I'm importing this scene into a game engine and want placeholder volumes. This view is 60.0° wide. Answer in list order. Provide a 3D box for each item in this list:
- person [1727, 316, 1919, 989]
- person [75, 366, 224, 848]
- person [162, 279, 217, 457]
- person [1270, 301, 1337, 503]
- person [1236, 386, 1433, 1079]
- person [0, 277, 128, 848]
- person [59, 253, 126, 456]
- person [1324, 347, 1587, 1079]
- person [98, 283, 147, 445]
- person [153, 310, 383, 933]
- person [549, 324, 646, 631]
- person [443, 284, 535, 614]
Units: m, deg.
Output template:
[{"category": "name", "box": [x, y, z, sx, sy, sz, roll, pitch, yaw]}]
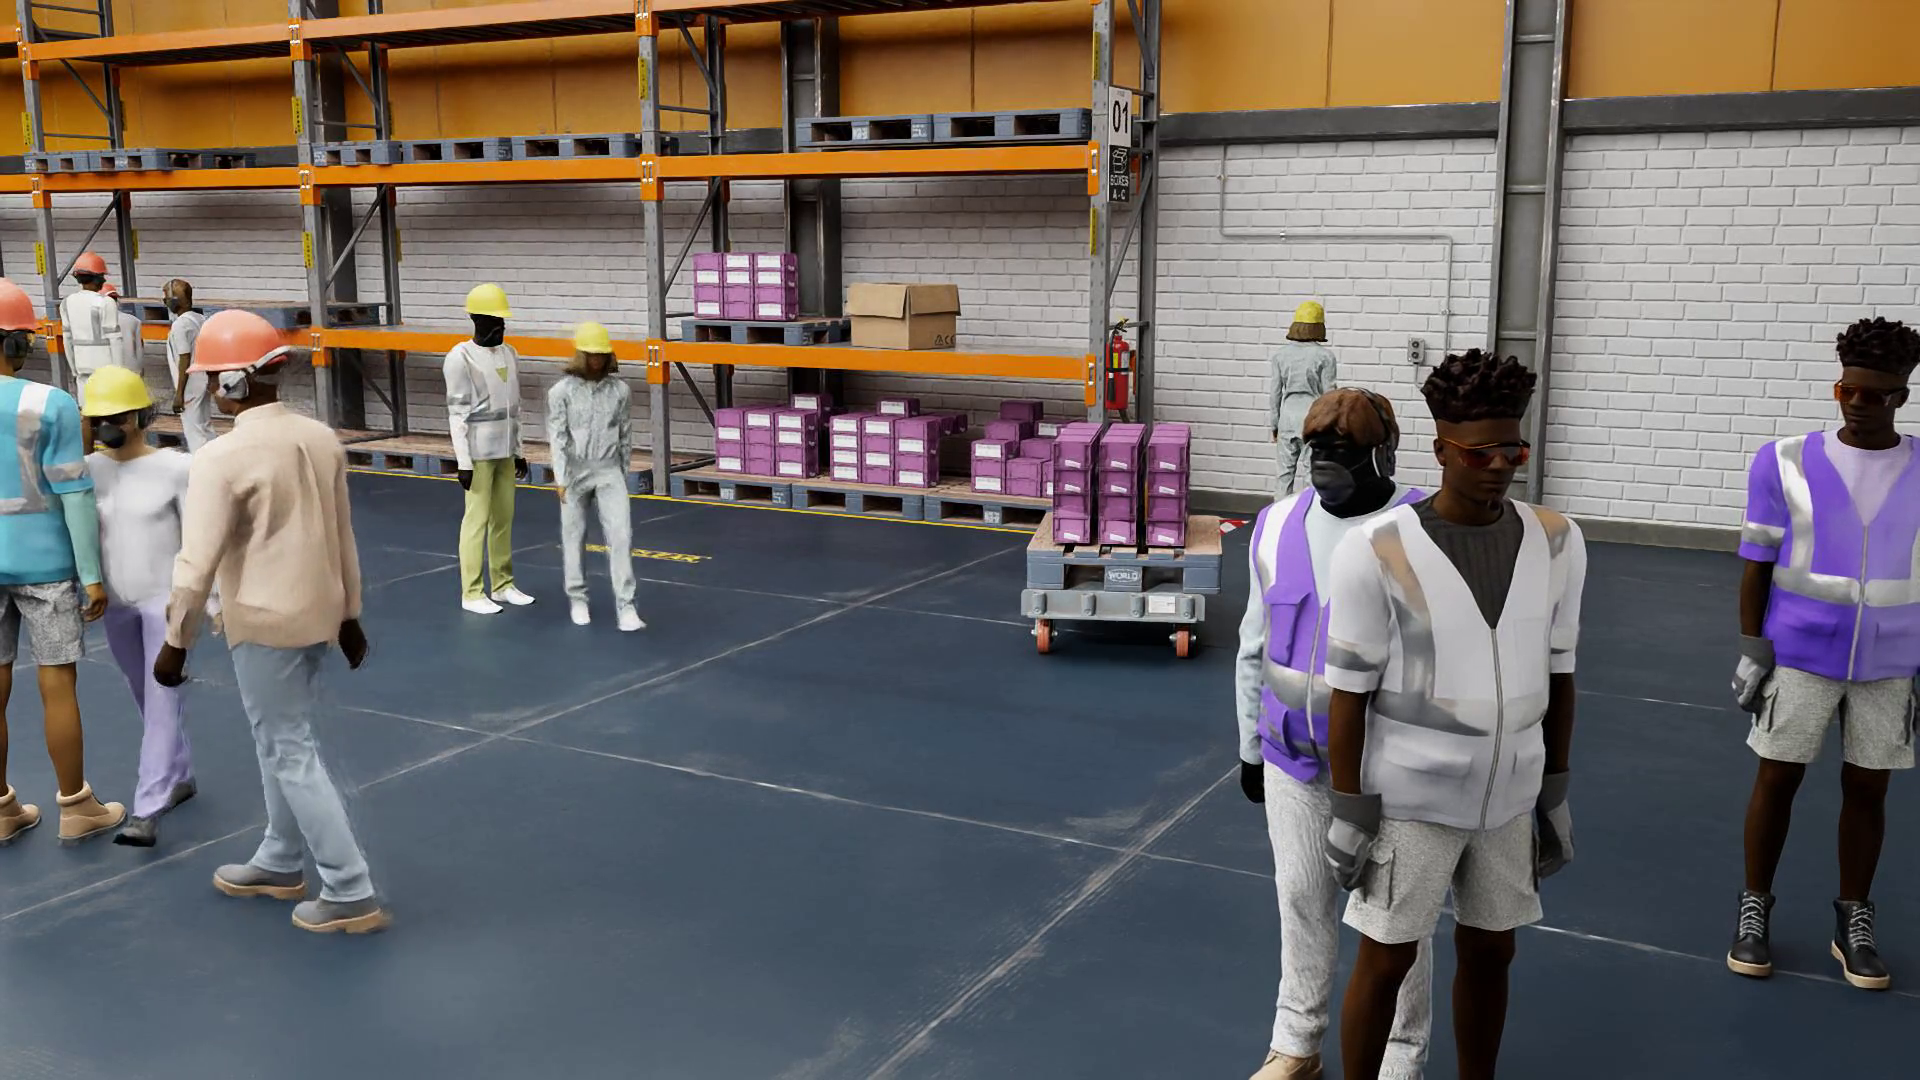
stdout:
[{"category": "person", "box": [2.583, 0.333, 4.858, 0.607, 1.963, 0.374, 3, 11, 18]}, {"category": "person", "box": [-3.001, 0.242, 6.012, 0.540, 1.723, 0.847, 0, 10, 0]}, {"category": "person", "box": [-6.359, -1.227, 13.753, 0.344, 1.839, 0.504, 0, 10, -2]}, {"category": "person", "box": [2.415, -0.798, 11.662, 0.494, 1.743, 0.308, 7, 13, 35]}, {"category": "person", "box": [0.948, 0.540, 4.095, 0.633, 1.838, 0.429, 9, 13, 40]}, {"category": "person", "box": [-3.363, 0.095, 5.945, 0.608, 2.044, 0.370, 0, 10, -1]}, {"category": "person", "box": [-7.709, -1.540, 14.912, 0.615, 2.042, 0.376, 4, 11, 19]}, {"category": "person", "box": [1.088, 0.552, 3.691, 0.606, 1.958, 0.379, -2, 11, -13]}, {"category": "person", "box": [-8.228, -1.625, 16.195, 0.350, 1.741, 0.564, 6, 12, 29]}, {"category": "person", "box": [-2.172, 0.270, 5.222, 0.731, 1.964, 0.642, 2, 11, 13]}, {"category": "person", "box": [-2.006, -0.327, 9.195, 0.501, 1.706, 0.843, -6, 12, -28]}, {"category": "person", "box": [-2.735, -0.527, 9.714, 0.397, 1.919, 0.582, 4, 11, 21]}]
